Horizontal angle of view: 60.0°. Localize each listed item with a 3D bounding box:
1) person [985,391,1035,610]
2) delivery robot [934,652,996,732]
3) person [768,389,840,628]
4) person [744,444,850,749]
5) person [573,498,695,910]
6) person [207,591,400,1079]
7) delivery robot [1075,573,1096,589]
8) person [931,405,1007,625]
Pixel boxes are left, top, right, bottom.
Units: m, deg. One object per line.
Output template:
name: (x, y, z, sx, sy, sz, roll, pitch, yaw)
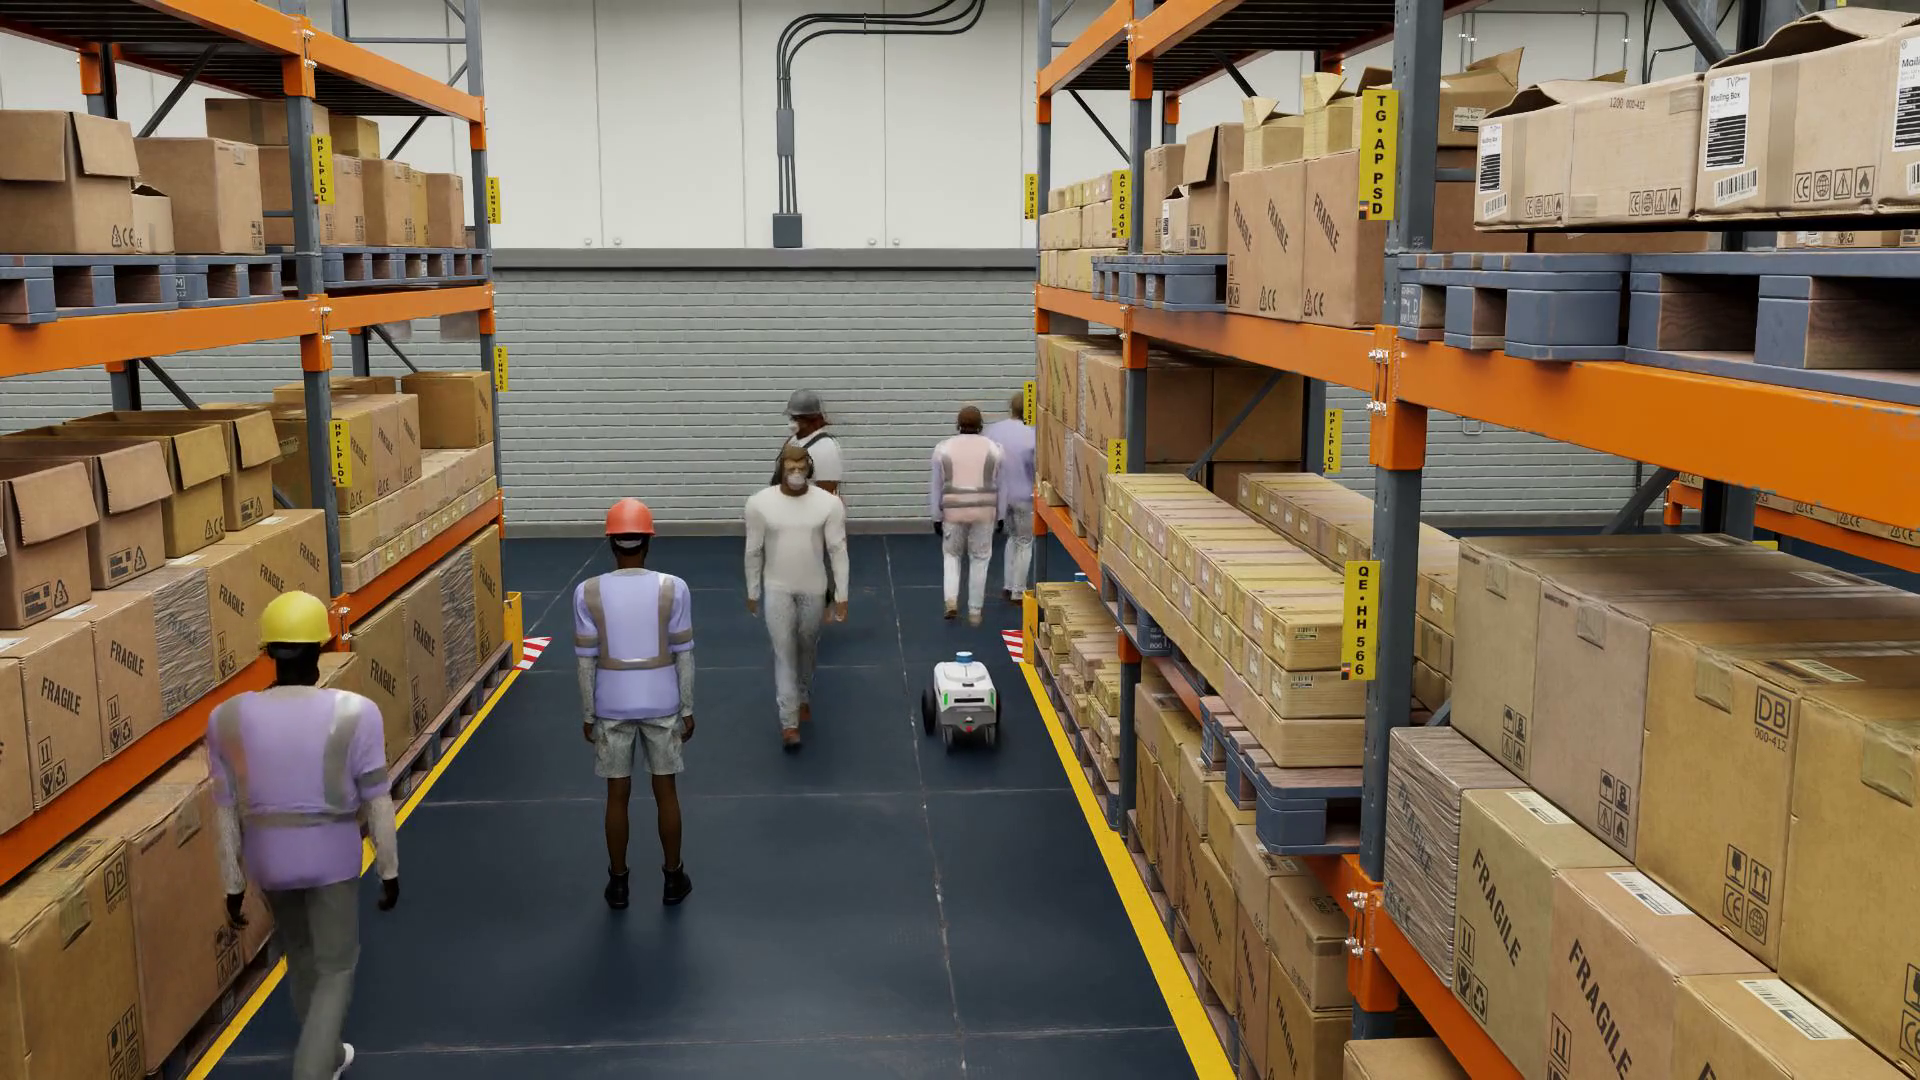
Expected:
person: (0.557, -0.349, 14.381, 0.669, 1.911, 0.554, 8, 12, 38)
delivery robot: (0.027, 0.947, 10.461, 0.477, 0.478, 0.707, -1, 10, -5)
person: (-1.225, -0.193, 13.083, 0.595, 2.000, 0.706, -5, 11, -29)
person: (-1.022, 0.329, 10.494, 0.649, 1.880, 1.041, -2, 10, -10)
person: (-1.507, 0.765, 7.763, 0.543, 1.933, 0.364, -1, 10, -8)
person: (-2.276, 1.124, 5.769, 0.595, 1.897, 0.852, -1, 10, -4)
delivery robot: (0.950, 0.501, 13.089, 0.707, 0.478, 0.477, -5, 11, -28)
person: (0.077, -0.198, 13.754, 0.626, 1.826, 0.438, 1, 10, 3)
